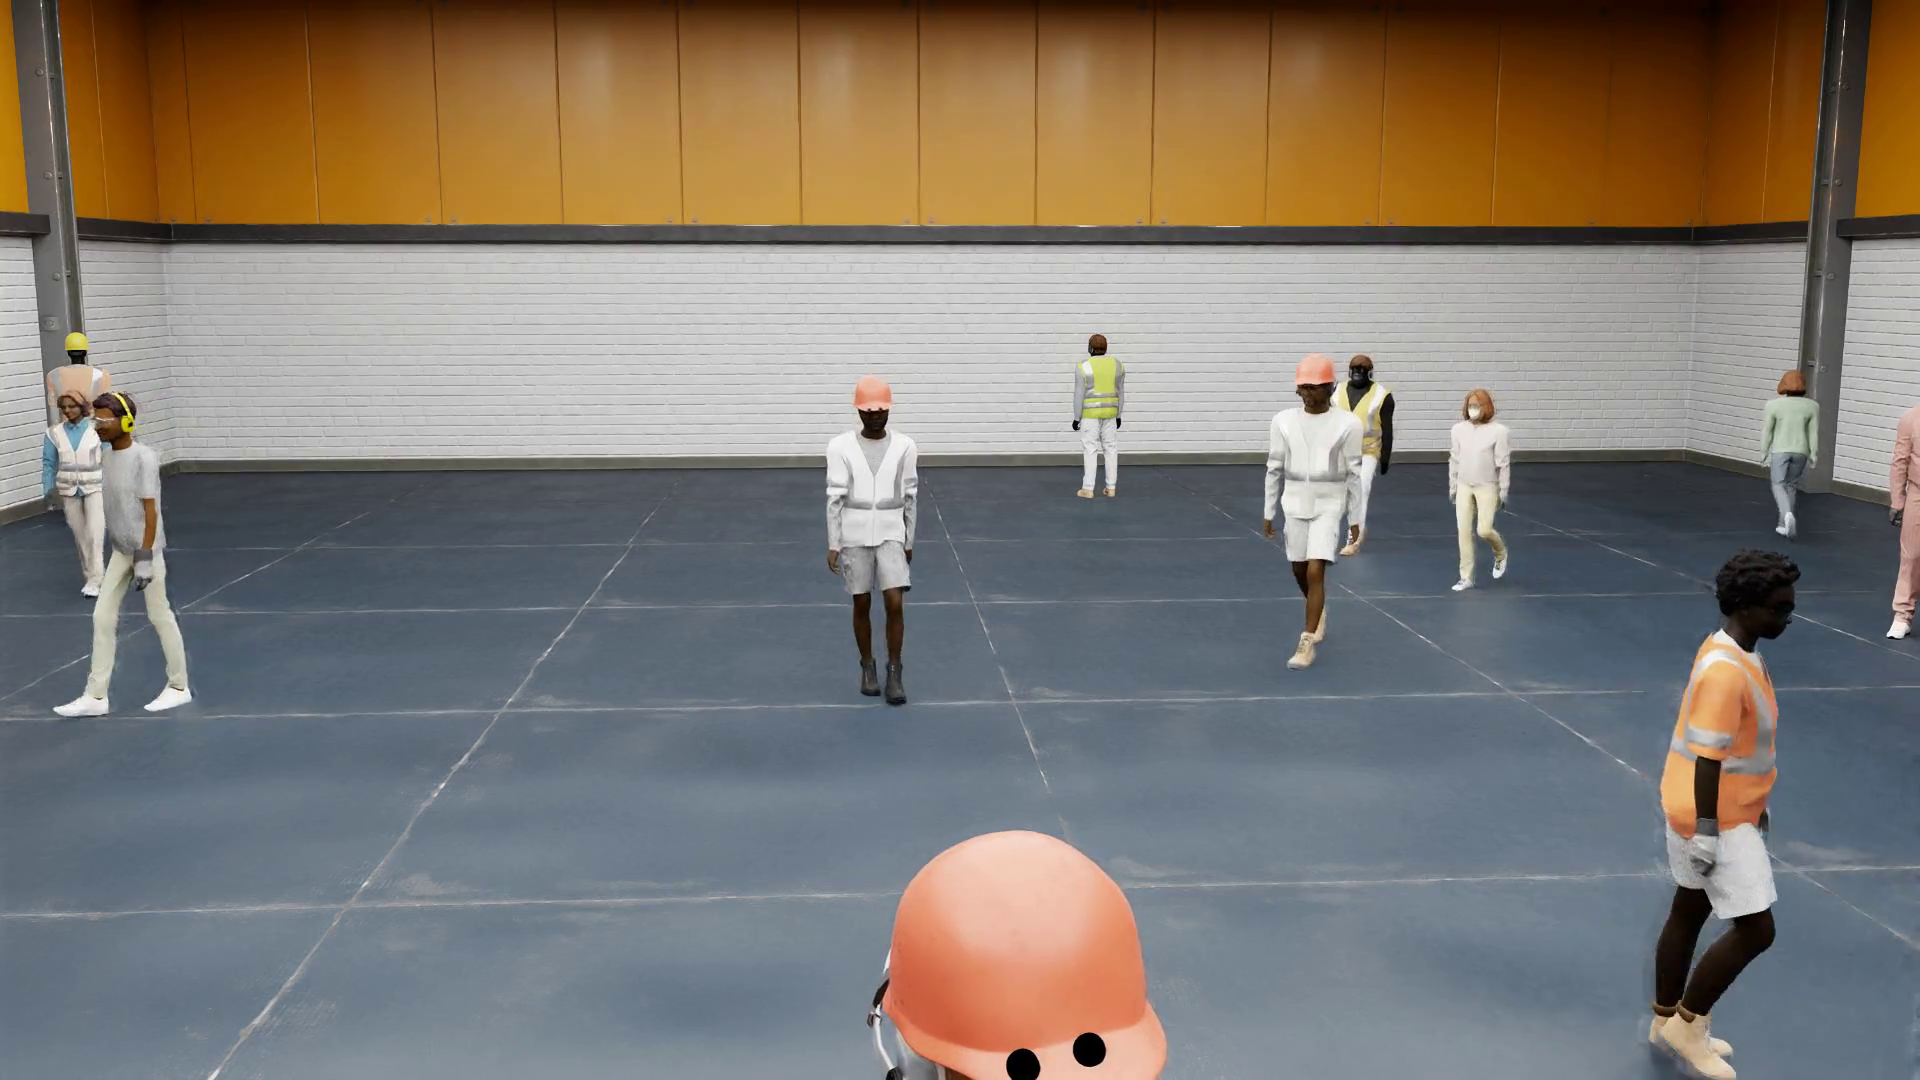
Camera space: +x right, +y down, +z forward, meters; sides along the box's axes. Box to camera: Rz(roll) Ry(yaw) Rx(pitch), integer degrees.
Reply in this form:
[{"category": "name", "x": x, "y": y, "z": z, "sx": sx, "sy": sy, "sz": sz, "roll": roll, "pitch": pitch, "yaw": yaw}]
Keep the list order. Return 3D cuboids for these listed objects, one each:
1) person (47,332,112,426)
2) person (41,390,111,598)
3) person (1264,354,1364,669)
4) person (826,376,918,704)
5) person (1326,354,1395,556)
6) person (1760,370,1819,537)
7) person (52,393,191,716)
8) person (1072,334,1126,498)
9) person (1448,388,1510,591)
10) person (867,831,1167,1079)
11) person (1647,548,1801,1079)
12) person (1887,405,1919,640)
[{"category": "person", "x": -8.793, "y": -1.113, "z": 16.692, "sx": 0.590, "sy": 1.930, "sz": 0.358, "roll": -3, "pitch": 10, "yaw": -20}, {"category": "person", "x": -6.826, "y": -0.343, "z": 12.877, "sx": 0.545, "sy": 1.604, "sz": 0.770, "roll": -1, "pitch": 9, "yaw": -8}, {"category": "person", "x": 2.324, "y": -0.222, "z": 10.881, "sx": 0.620, "sy": 2.012, "sz": 0.980, "roll": 5, "pitch": 10, "yaw": 28}, {"category": "person", "x": -0.501, "y": 0.008, "z": 9.700, "sx": 0.551, "sy": 1.908, "sz": 0.724, "roll": -1, "pitch": 9, "yaw": -7}, {"category": "person", "x": 3.621, "y": -0.799, "z": 15.142, "sx": 0.625, "sy": 1.804, "sz": 0.930, "roll": 6, "pitch": 11, "yaw": 33}, {"category": "person", "x": 7.906, "y": -0.809, "z": 15.817, "sx": 0.511, "sy": 1.609, "sz": 0.686, "roll": 2, "pitch": 9, "yaw": 11}, {"category": "person", "x": -4.749, "y": 0.101, "z": 9.357, "sx": 0.554, "sy": 1.841, "sz": 0.800, "roll": 5, "pitch": 10, "yaw": 29}, {"category": "person", "x": 1.545, "y": -1.393, "z": 18.728, "sx": 0.621, "sy": 1.845, "sz": 0.429, "roll": -3, "pitch": 10, "yaw": -20}, {"category": "person", "x": 4.151, "y": -0.406, "z": 13.227, "sx": 0.483, "sy": 1.620, "sz": 0.505, "roll": -9, "pitch": 13, "yaw": -44}, {"category": "person", "x": 0.040, "y": 1.249, "z": 1.658, "sx": 0.612, "sy": 1.995, "sz": 0.376, "roll": -6, "pitch": 11, "yaw": -32}, {"category": "person", "x": 2.348, "y": 0.847, "z": 5.136, "sx": 0.392, "sy": 1.673, "sz": 0.558, "roll": 4, "pitch": 10, "yaw": 25}, {"category": "person", "x": 6.667, "y": -0.239, "z": 11.290, "sx": 0.644, "sy": 1.905, "sz": 0.400, "roll": 6, "pitch": 11, "yaw": 32}]
